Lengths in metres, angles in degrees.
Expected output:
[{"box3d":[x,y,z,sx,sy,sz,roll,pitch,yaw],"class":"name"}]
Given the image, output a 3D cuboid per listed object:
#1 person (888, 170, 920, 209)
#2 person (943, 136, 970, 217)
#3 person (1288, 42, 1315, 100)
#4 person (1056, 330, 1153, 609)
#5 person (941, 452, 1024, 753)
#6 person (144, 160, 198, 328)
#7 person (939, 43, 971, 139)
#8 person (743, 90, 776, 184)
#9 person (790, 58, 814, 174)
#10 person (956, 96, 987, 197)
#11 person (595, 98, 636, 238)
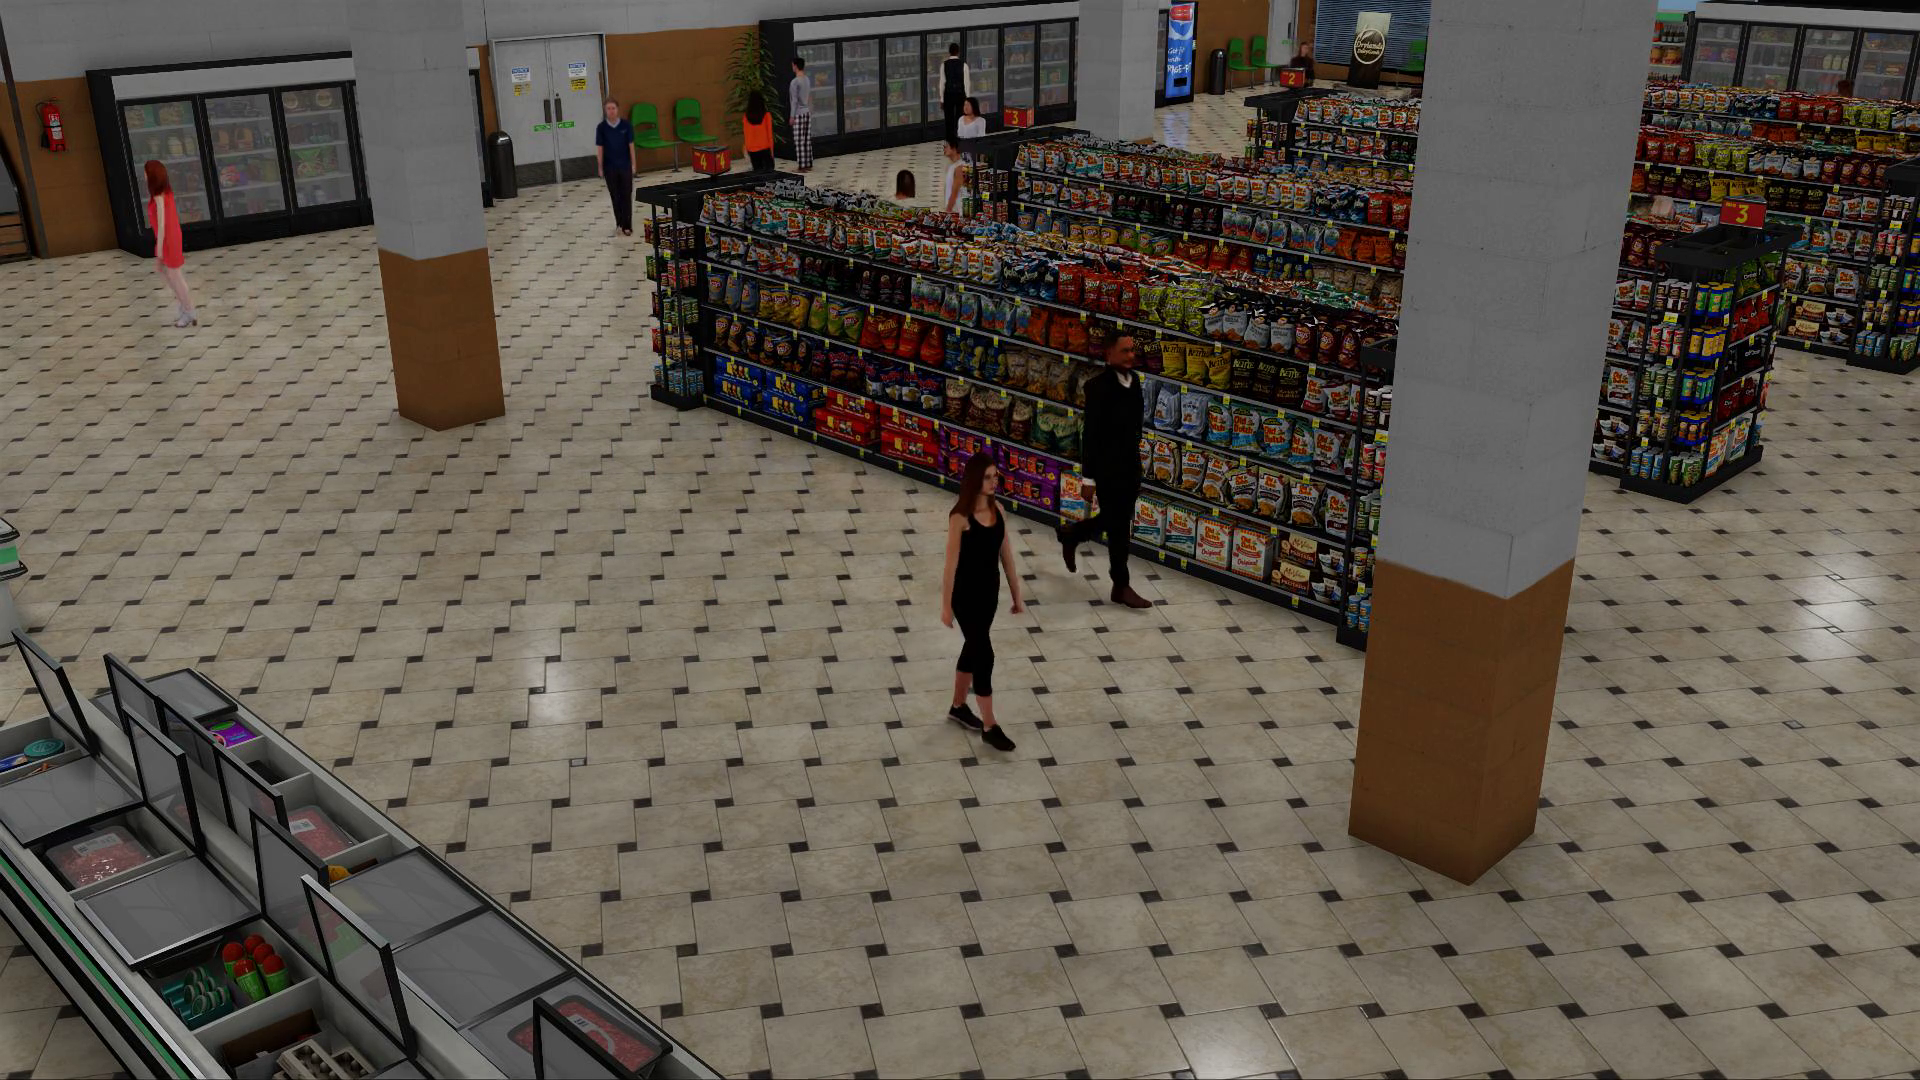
[{"box3d":[-0.677,-3.203,18.251,0.508,1.669,0.686,20,29,40],"class":"person"},{"box3d":[0.065,-3.908,19.905,1.123,1.743,1.157,-3,22,-8],"class":"person"},{"box3d":[6.477,-8.639,31.757,0.800,1.687,0.860,0,22,0],"class":"person"},{"box3d":[0.976,-0.495,11.227,1.135,1.881,0.697,20,29,40],"class":"person"},{"box3d":[0.029,0.306,9.463,0.840,1.711,0.605,19,29,39],"class":"person"},{"box3d":[-8.490,-3.211,18.074,0.776,1.817,0.671,-6,23,-15],"class":"person"},{"box3d":[-0.096,-7.722,29.163,0.748,1.918,0.843,3,22,7],"class":"person"},{"box3d":[-2.951,-5.673,24.307,0.823,1.736,0.857,8,23,18],"class":"person"},{"box3d":[-2.636,-7.052,27.590,0.639,1.847,0.684,11,24,25],"class":"person"},{"box3d":[0.169,-5.620,24.249,0.731,1.682,0.532,-19,29,-39],"class":"person"},{"box3d":[-4.675,-5.050,22.651,1.094,1.816,1.266,-4,22,-10],"class":"person"}]
